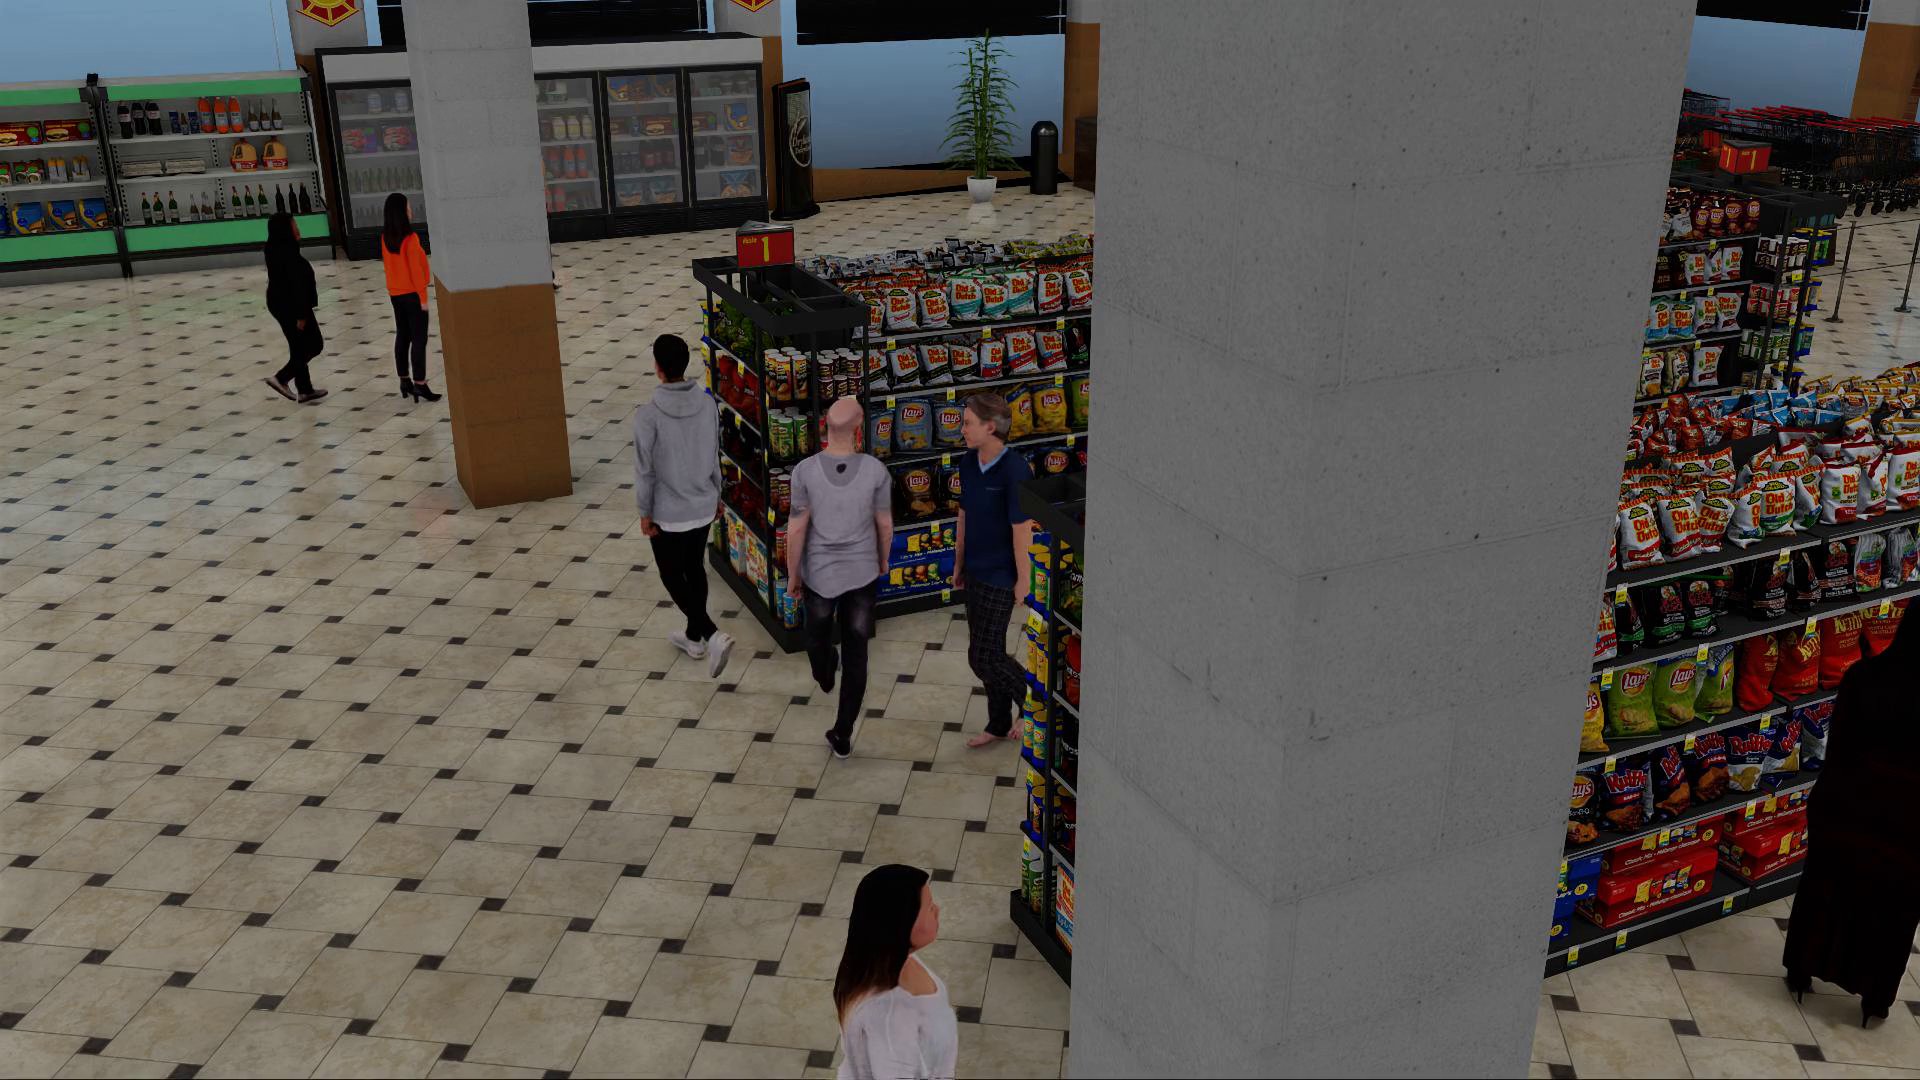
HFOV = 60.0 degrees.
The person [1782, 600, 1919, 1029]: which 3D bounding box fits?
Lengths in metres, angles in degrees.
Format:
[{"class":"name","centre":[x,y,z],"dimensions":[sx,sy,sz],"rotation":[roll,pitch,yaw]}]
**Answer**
[{"class":"person","centre":[3.492,1.031,6.298],"dimensions":[0.787,1.759,0.810],"rotation":[14,26,31]}]

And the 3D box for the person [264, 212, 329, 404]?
[{"class":"person","centre":[-5.604,-1.886,13.768],"dimensions":[0.791,1.603,0.894],"rotation":[19,29,39]}]

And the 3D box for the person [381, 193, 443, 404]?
[{"class":"person","centre":[-4.628,-2.033,13.942],"dimensions":[0.695,1.745,0.686],"rotation":[18,28,38]}]

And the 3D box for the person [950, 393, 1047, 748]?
[{"class":"person","centre":[0.239,0.165,8.333],"dimensions":[0.755,1.850,0.730],"rotation":[-16,27,-35]}]

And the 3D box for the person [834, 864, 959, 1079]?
[{"class":"person","centre":[-0.269,1.681,4.805],"dimensions":[0.857,1.667,0.808],"rotation":[-3,22,-6]}]

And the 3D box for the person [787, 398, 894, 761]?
[{"class":"person","centre":[-0.588,0.224,8.263],"dimensions":[1.220,1.792,1.074],"rotation":[-1,22,-4]}]

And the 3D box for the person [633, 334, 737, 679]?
[{"class":"person","centre":[-1.455,-0.153,9.046],"dimensions":[1.069,1.908,0.917],"rotation":[-17,27,-36]}]
